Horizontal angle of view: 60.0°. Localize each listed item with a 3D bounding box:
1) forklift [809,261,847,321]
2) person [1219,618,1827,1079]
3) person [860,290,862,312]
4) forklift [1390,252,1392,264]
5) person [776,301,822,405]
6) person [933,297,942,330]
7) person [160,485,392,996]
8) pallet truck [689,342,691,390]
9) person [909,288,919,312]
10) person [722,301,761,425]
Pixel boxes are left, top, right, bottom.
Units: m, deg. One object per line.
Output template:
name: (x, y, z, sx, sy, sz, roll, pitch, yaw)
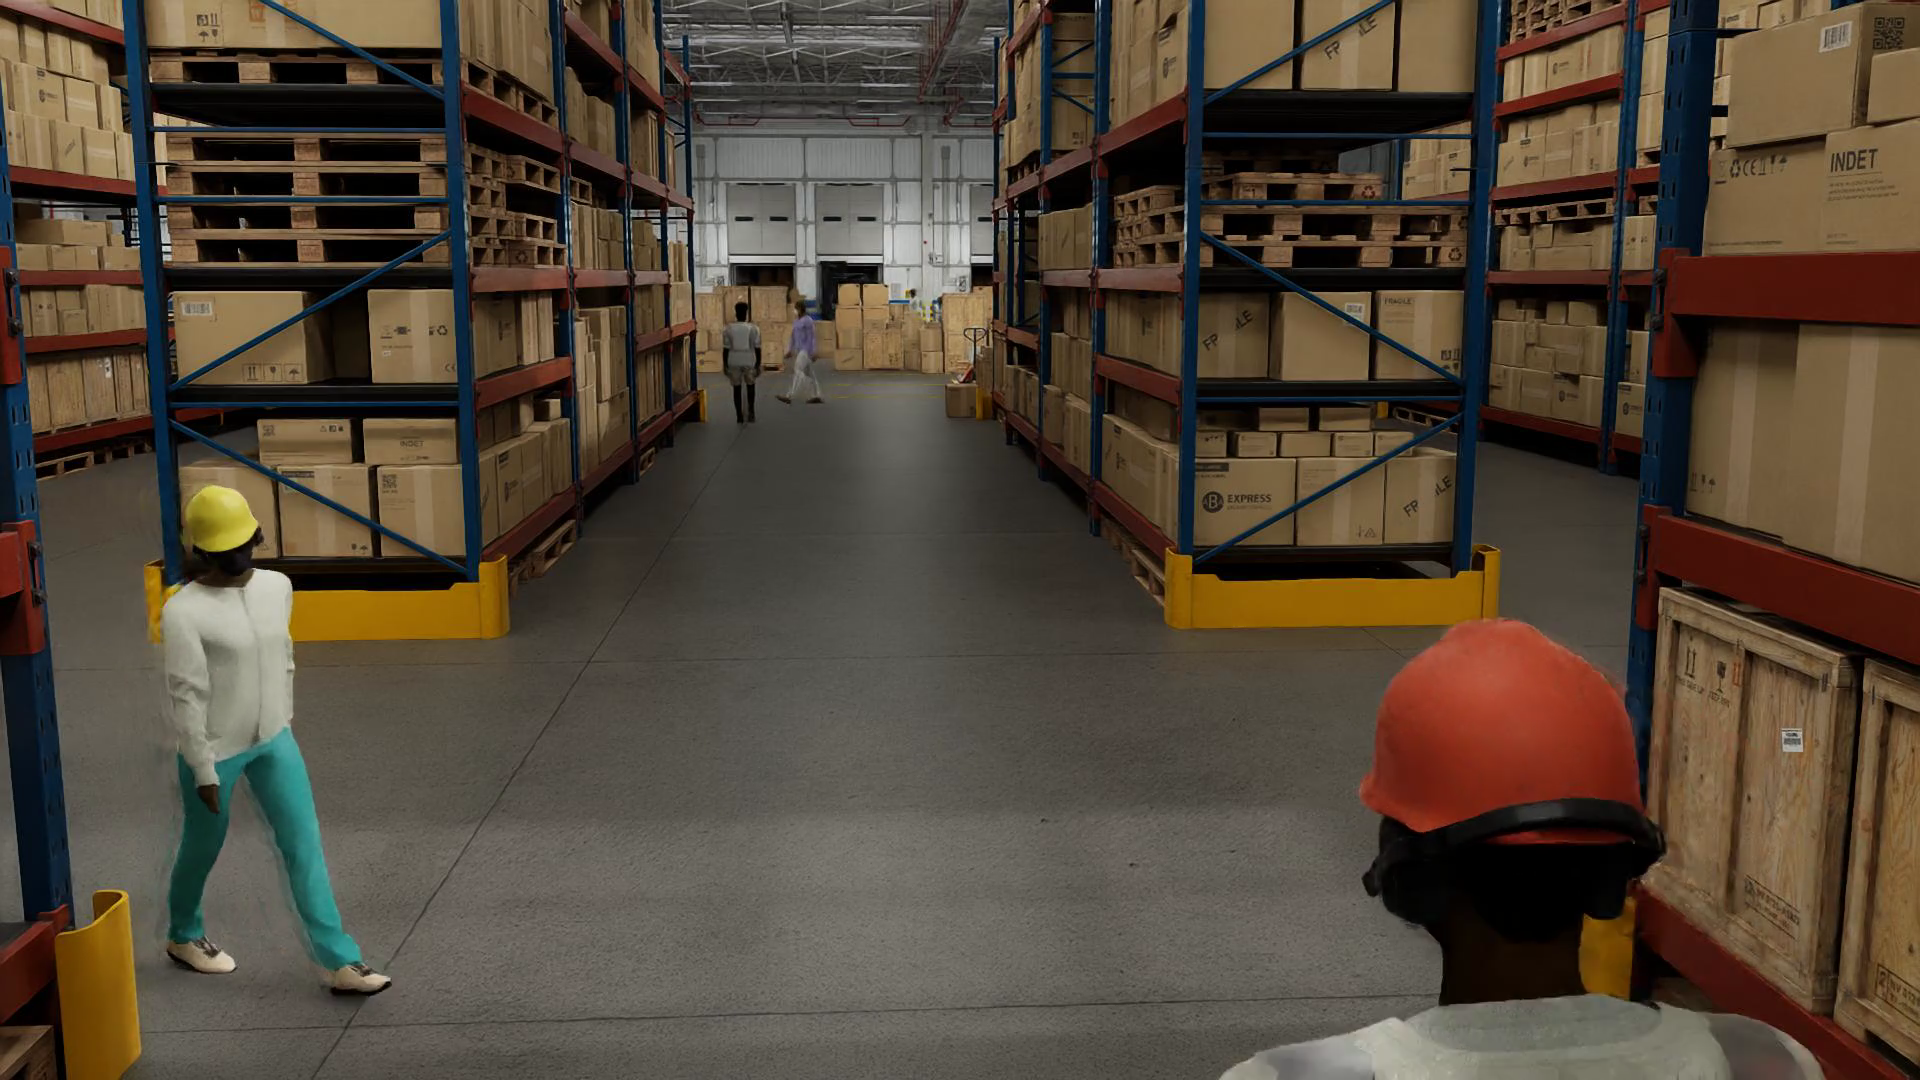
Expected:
forklift: (-4.183, -7.836, 55.031, 1.873, 2.768, 1.129, 8, 12, 40)
person: (0.517, 1.084, 1.679, 0.637, 2.028, 0.418, -1, 9, -7)
person: (-3.592, -7.920, 58.823, 0.345, 1.840, 0.504, -5, 10, -27)
forklift: (8.320, -4.469, 33.893, 1.129, 2.768, 1.873, -1, 9, -4)
person: (-2.939, -3.403, 30.295, 1.009, 1.887, 0.638, -4, 10, -26)
person: (-0.692, -7.813, 58.884, 0.524, 1.608, 0.763, 0, 9, 3)
person: (-2.325, 0.659, 5.385, 0.945, 1.699, 0.532, 4, 10, 26)
pallet truck: (-5.225, -3.008, 27.480, 1.885, 1.965, 0.823, 2, 9, 14)
person: (-1.584, -7.473, 55.752, 0.436, 1.920, 0.649, -3, 10, -18)
person: (-3.458, -2.798, 26.351, 0.610, 1.942, 0.730, -1, 9, -7)
